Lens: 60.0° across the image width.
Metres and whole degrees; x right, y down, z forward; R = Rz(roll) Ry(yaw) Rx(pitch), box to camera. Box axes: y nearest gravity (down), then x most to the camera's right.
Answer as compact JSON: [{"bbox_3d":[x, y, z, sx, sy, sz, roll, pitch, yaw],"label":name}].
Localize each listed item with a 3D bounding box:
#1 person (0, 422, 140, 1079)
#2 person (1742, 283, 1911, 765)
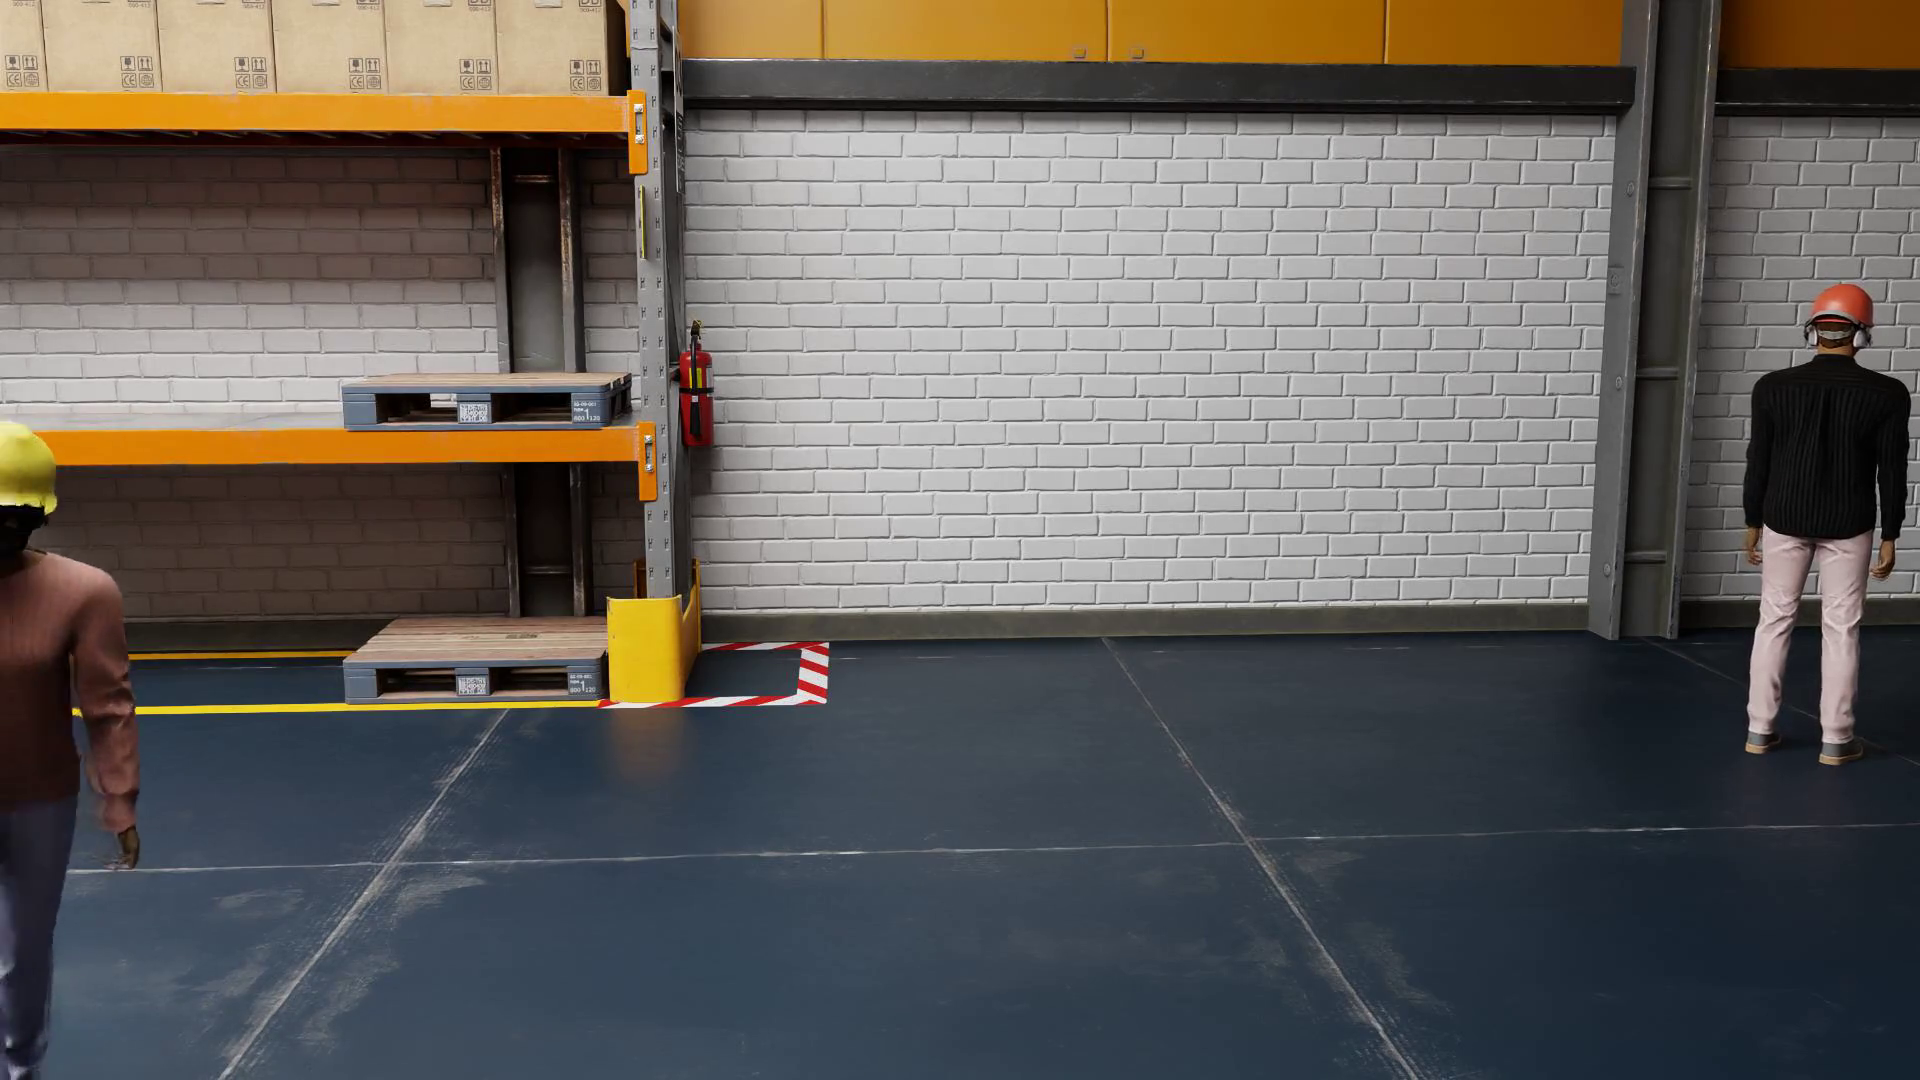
[{"bbox_3d":[-2.124,0.587,3.691,0.538,1.701,0.791,-6,11,-32],"label":"person"},{"bbox_3d":[3.588,-0.065,6.932,0.616,1.989,0.399,6,11,35],"label":"person"}]
